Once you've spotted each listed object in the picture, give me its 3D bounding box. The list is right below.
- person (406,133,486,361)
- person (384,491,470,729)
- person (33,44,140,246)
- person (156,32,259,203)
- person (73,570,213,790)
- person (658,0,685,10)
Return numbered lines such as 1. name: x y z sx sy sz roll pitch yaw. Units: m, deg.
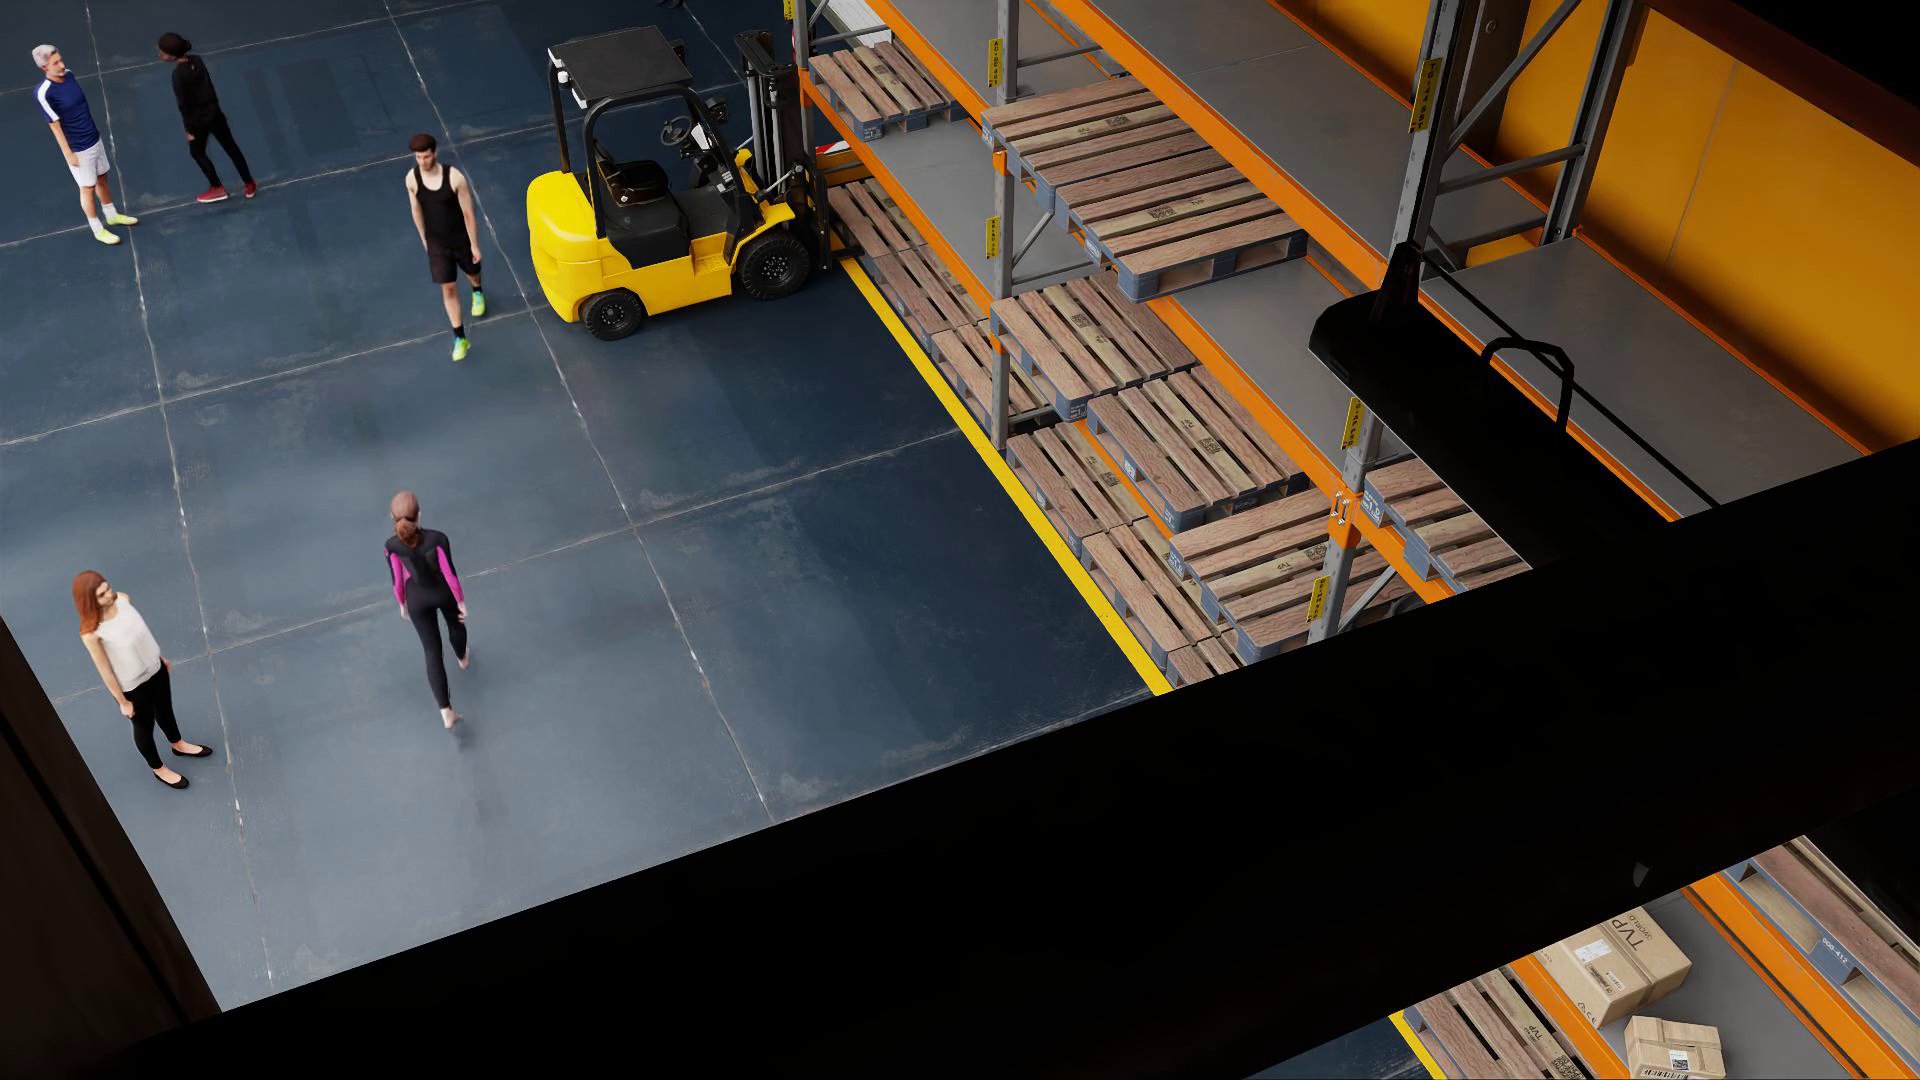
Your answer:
1. person: -4.096 -2.479 13.450 0.934 1.848 1.276 -3 44 -3
2. person: -3.326 0.438 10.484 0.708 1.714 1.151 -10 45 -11
3. person: -7.682 -3.482 14.511 0.774 1.836 0.663 5 44 6
4. person: -6.753 -3.784 14.965 0.906 1.647 0.836 18 46 18
5. person: -4.999 0.820 10.078 0.719 1.721 0.632 9 44 10
6. person: -3.183 -6.564 17.880 0.597 1.652 0.715 28 50 26
